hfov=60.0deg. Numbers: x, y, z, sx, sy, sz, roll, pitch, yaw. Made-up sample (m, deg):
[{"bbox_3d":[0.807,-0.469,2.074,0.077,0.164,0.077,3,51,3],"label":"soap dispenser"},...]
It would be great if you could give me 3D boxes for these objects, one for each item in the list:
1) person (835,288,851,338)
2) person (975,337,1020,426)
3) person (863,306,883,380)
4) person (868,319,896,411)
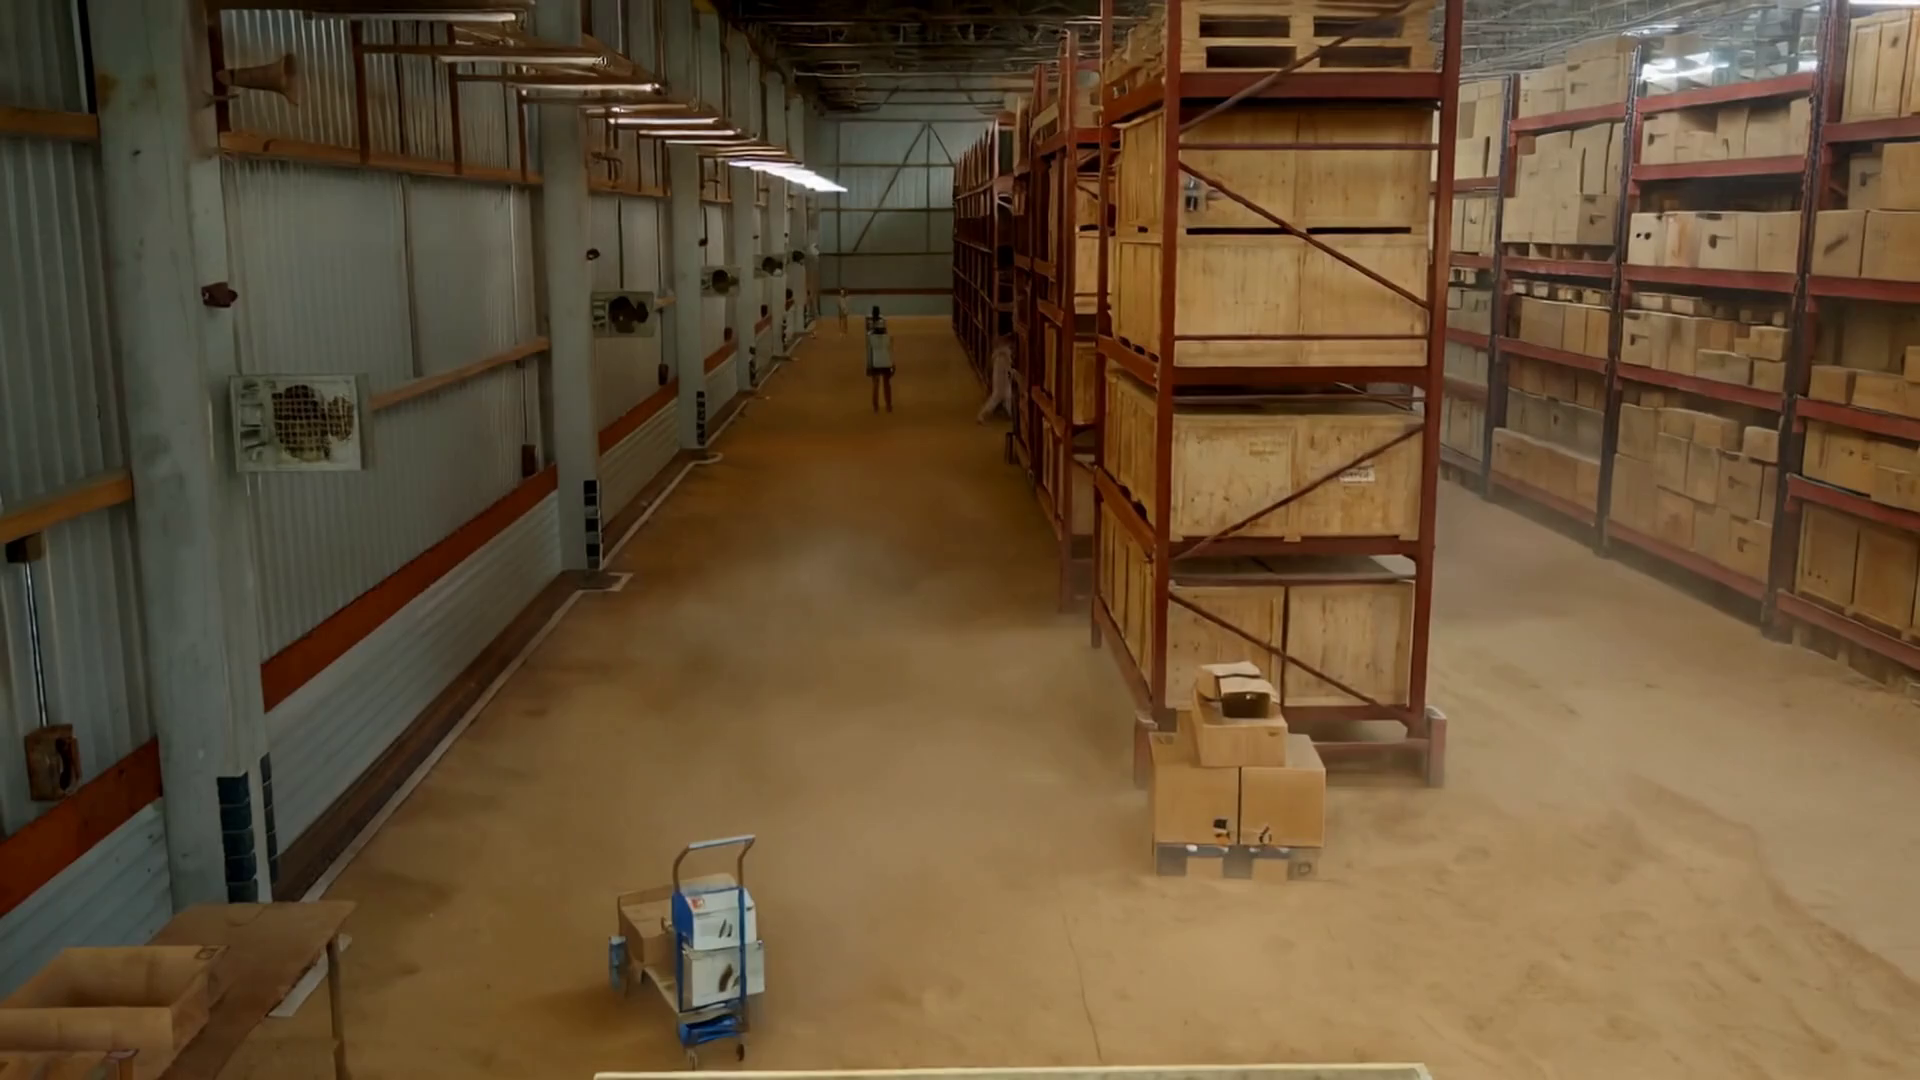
[{"bbox_3d":[-4.059,-7.878,57.778,0.572,1.747,0.345,-2,11,-8],"label":"person"},{"bbox_3d":[0.773,-3.133,33.008,0.985,1.795,0.586,1,11,6],"label":"person"},{"bbox_3d":[-2.188,-5.070,42.778,0.598,1.907,0.405,-2,11,-12],"label":"person"},{"bbox_3d":[-1.664,-3.753,35.721,0.620,1.985,0.406,-3,11,-16],"label":"person"}]
